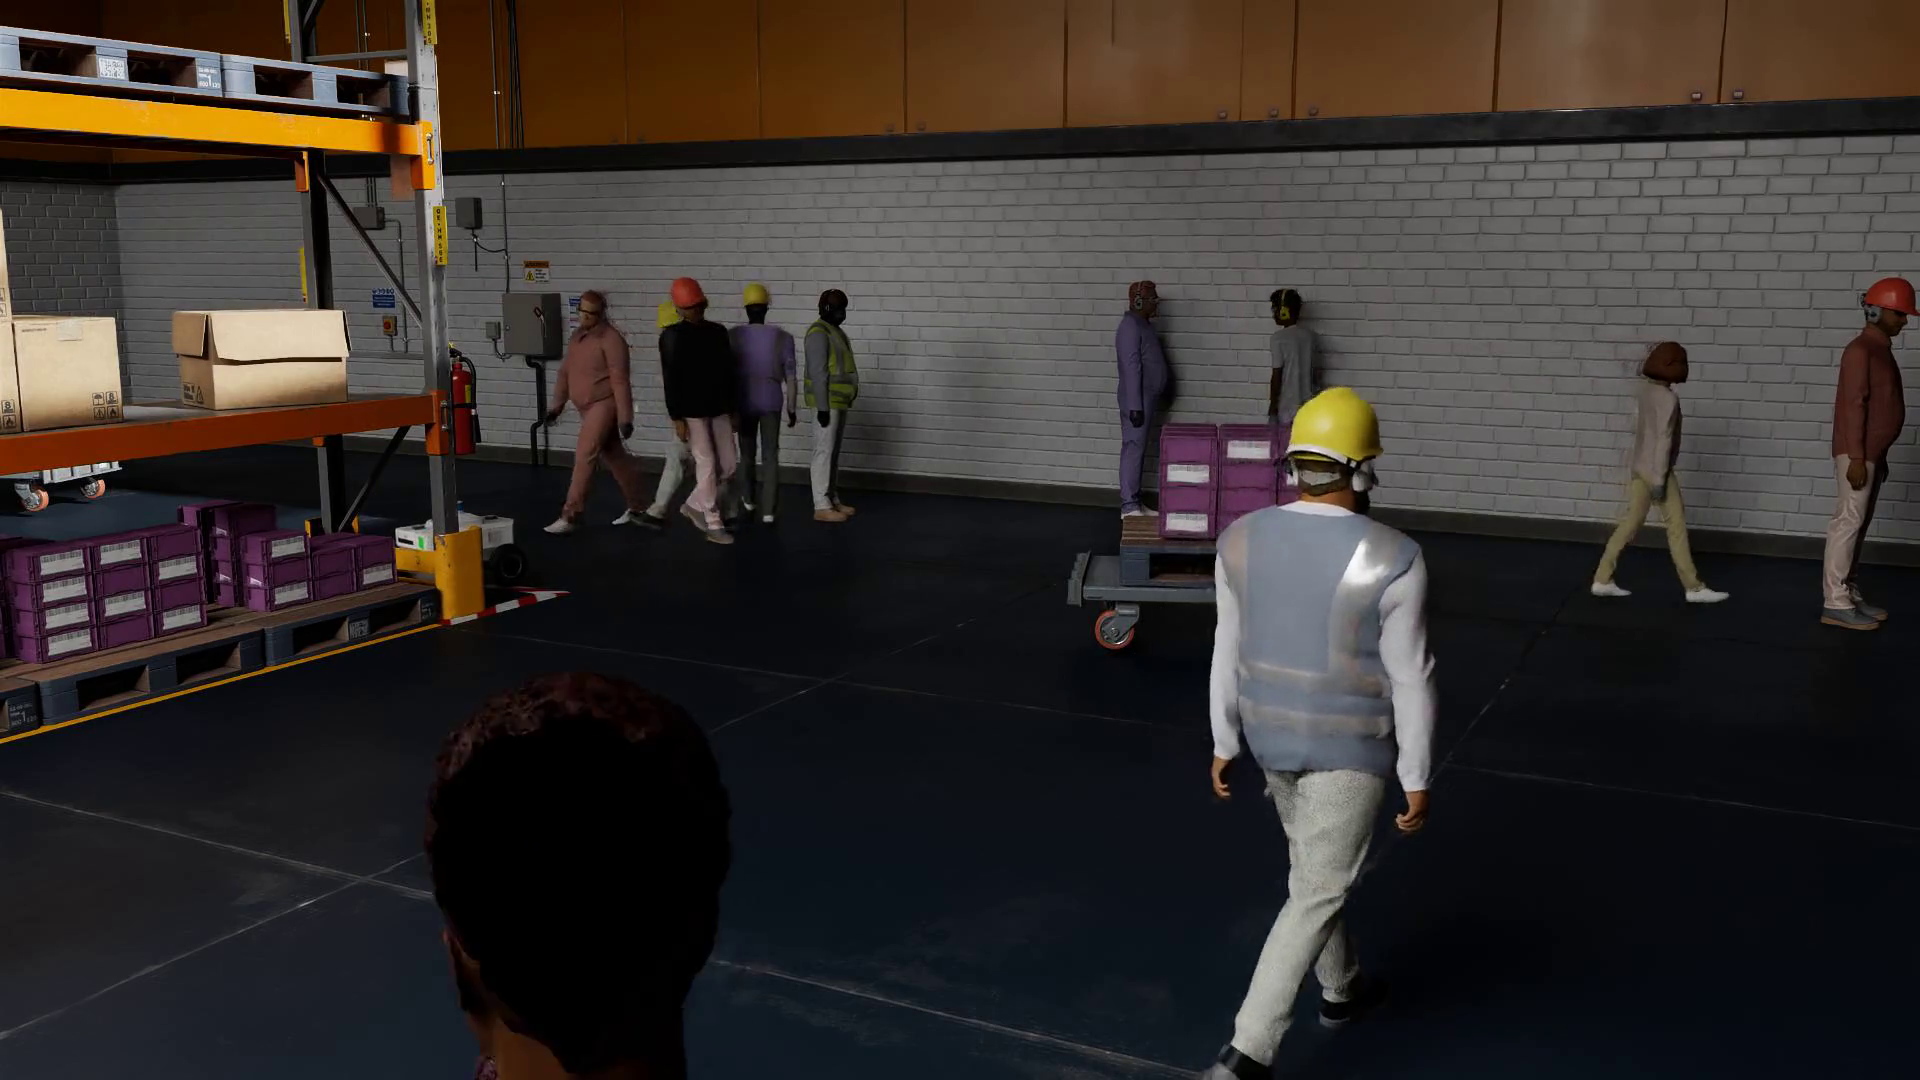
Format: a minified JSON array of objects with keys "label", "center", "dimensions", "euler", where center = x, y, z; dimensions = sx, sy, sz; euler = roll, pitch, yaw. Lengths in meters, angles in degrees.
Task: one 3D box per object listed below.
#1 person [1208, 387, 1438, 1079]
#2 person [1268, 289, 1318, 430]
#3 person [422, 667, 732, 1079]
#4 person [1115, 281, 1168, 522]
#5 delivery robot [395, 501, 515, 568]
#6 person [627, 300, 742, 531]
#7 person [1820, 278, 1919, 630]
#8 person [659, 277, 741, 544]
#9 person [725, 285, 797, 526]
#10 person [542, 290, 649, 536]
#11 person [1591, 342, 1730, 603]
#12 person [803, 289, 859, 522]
[{"label":"person","center":[0.903,0.512,4.242],"dimensions":[0.909,1.798,0.601],"euler":[-9,14,-44]},{"label":"person","center":[2.539,-0.999,12.827],"dimensions":[0.603,1.848,0.611],"euler":[-5,11,-27]},{"label":"person","center":[-0.189,1.015,1.124],"dimensions":[0.609,1.871,1.006],"euler":[-4,11,-23]},{"label":"person","center":[1.438,-1.091,13.184],"dimensions":[0.407,1.908,0.641],"euler":[2,10,12]},{"label":"delivery robot","center":[-3.192,-0.006,10.533],"dimensions":[0.477,0.478,0.707],"euler":[9,13,42]},{"label":"person","center":[-2.088,-0.927,12.634],"dimensions":[0.917,1.759,0.602],"euler":[2,10,10]},{"label":"person","center":[5.186,-0.493,9.491],"dimensions":[0.393,1.985,0.611],"euler":[8,13,39]},{"label":"person","center":[-1.902,-0.943,12.214],"dimensions":[0.581,1.954,0.664],"euler":[8,13,40]},{"label":"person","center":[-1.599,-1.086,13.252],"dimensions":[0.602,1.868,1.000],"euler":[-1,10,-4]},{"label":"person","center":[-2.772,-0.979,12.716],"dimensions":[0.973,1.852,0.655],"euler":[-7,12,-36]},{"label":"person","center":[4.289,-0.410,10.148],"dimensions":[0.778,1.591,0.520],"euler":[1,10,3]},{"label":"person","center":[-1.022,-1.078,13.303],"dimensions":[0.430,1.841,0.624],"euler":[2,10,11]}]
